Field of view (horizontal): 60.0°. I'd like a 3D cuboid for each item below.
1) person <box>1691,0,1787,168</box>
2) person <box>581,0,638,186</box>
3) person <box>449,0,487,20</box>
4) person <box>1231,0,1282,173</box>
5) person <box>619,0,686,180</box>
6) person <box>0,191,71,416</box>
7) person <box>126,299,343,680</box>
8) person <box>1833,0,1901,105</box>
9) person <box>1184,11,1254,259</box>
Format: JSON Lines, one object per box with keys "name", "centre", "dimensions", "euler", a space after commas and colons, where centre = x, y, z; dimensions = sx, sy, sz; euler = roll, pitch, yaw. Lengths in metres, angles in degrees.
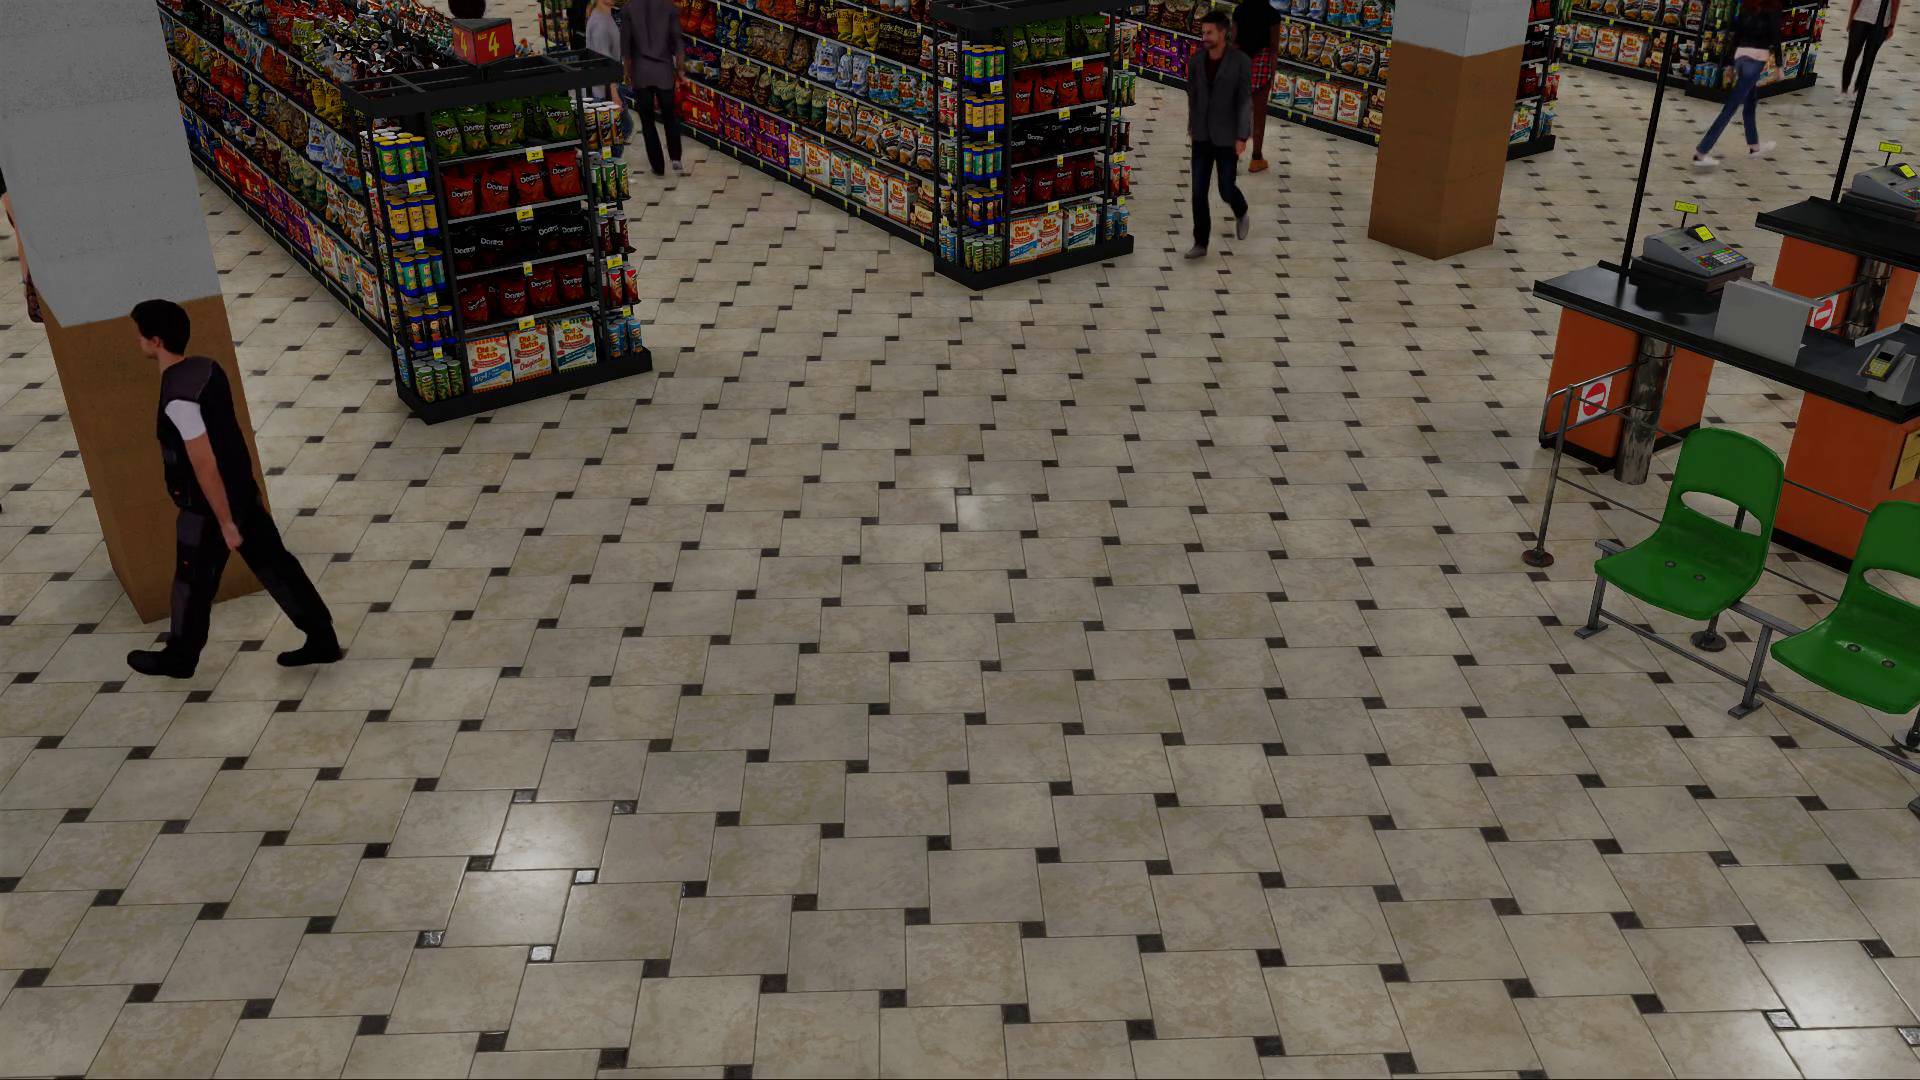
{"name": "person", "centre": [6.867, -4.100, 14.641], "dimensions": [0.895, 1.730, 1.201], "euler": [-9, 30, -15]}
{"name": "person", "centre": [-3.068, -3.821, 14.002], "dimensions": [0.917, 1.852, 0.849], "euler": [-4, 29, -8]}
{"name": "person", "centre": [-4.065, -3.750, 14.041], "dimensions": [0.602, 1.690, 0.818], "euler": [-19, 34, -31]}
{"name": "person", "centre": [2.574, -4.138, 14.715], "dimensions": [0.688, 1.725, 0.772], "euler": [11, 31, 20]}
{"name": "person", "centre": [-2.648, -4.023, 14.391], "dimensions": [0.765, 1.835, 0.759], "euler": [-8, 30, -15]}
{"name": "person", "centre": [-5.428, -1.582, 9.984], "dimensions": [0.844, 1.774, 0.800], "euler": [10, 30, 18]}
{"name": "person", "centre": [-3.177, -0.168, 7.369], "dimensions": [1.078, 1.799, 1.183], "euler": [-3, 29, -6]}
{"name": "person", "centre": [9.243, -5.248, 16.855], "dimensions": [0.772, 1.623, 0.806], "euler": [13, 31, 23]}
{"name": "person", "centre": [1.974, -3.071, 12.632], "dimensions": [1.020, 1.849, 0.993], "euler": [15, 32, 26]}
